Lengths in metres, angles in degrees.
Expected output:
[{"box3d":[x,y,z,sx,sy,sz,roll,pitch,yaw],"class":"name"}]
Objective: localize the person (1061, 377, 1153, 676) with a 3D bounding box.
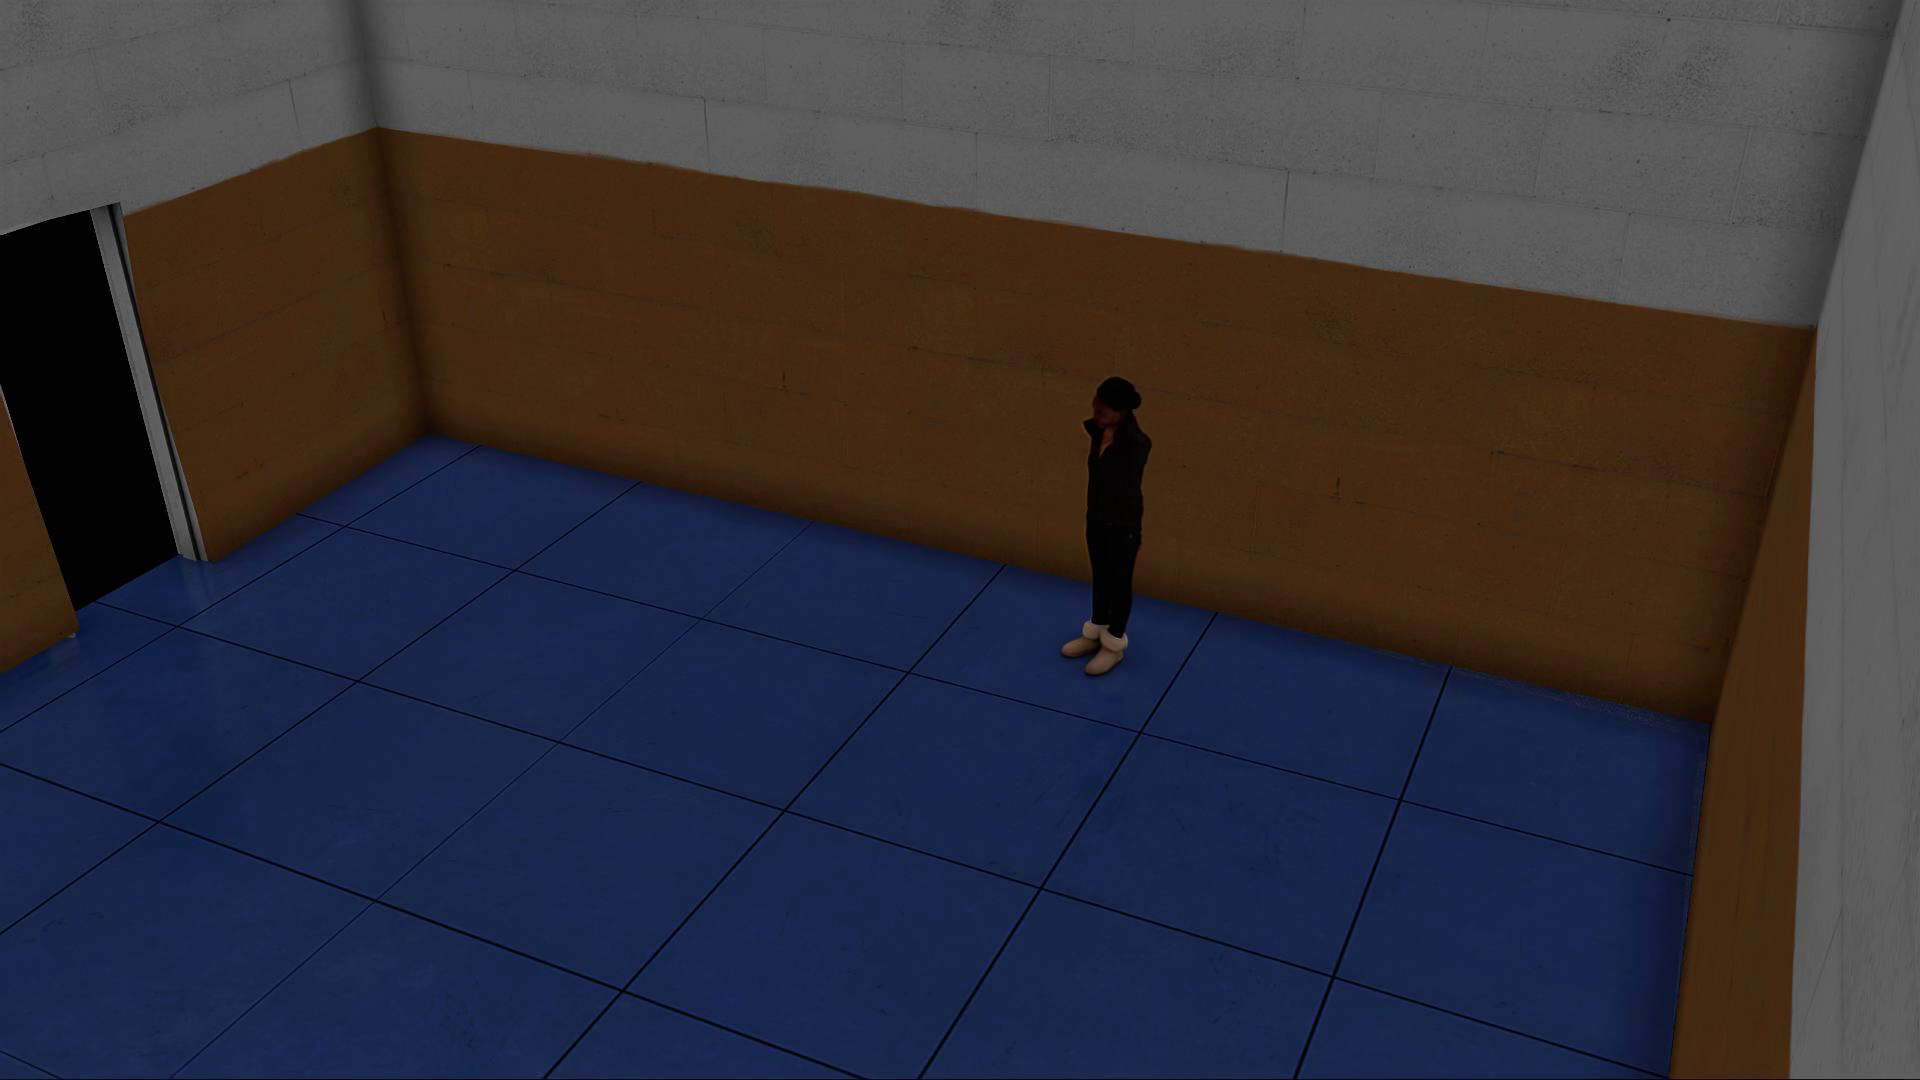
[{"box3d":[0.829,-0.104,8.838,0.745,1.661,0.682,-9,30,-15],"class":"person"}]
